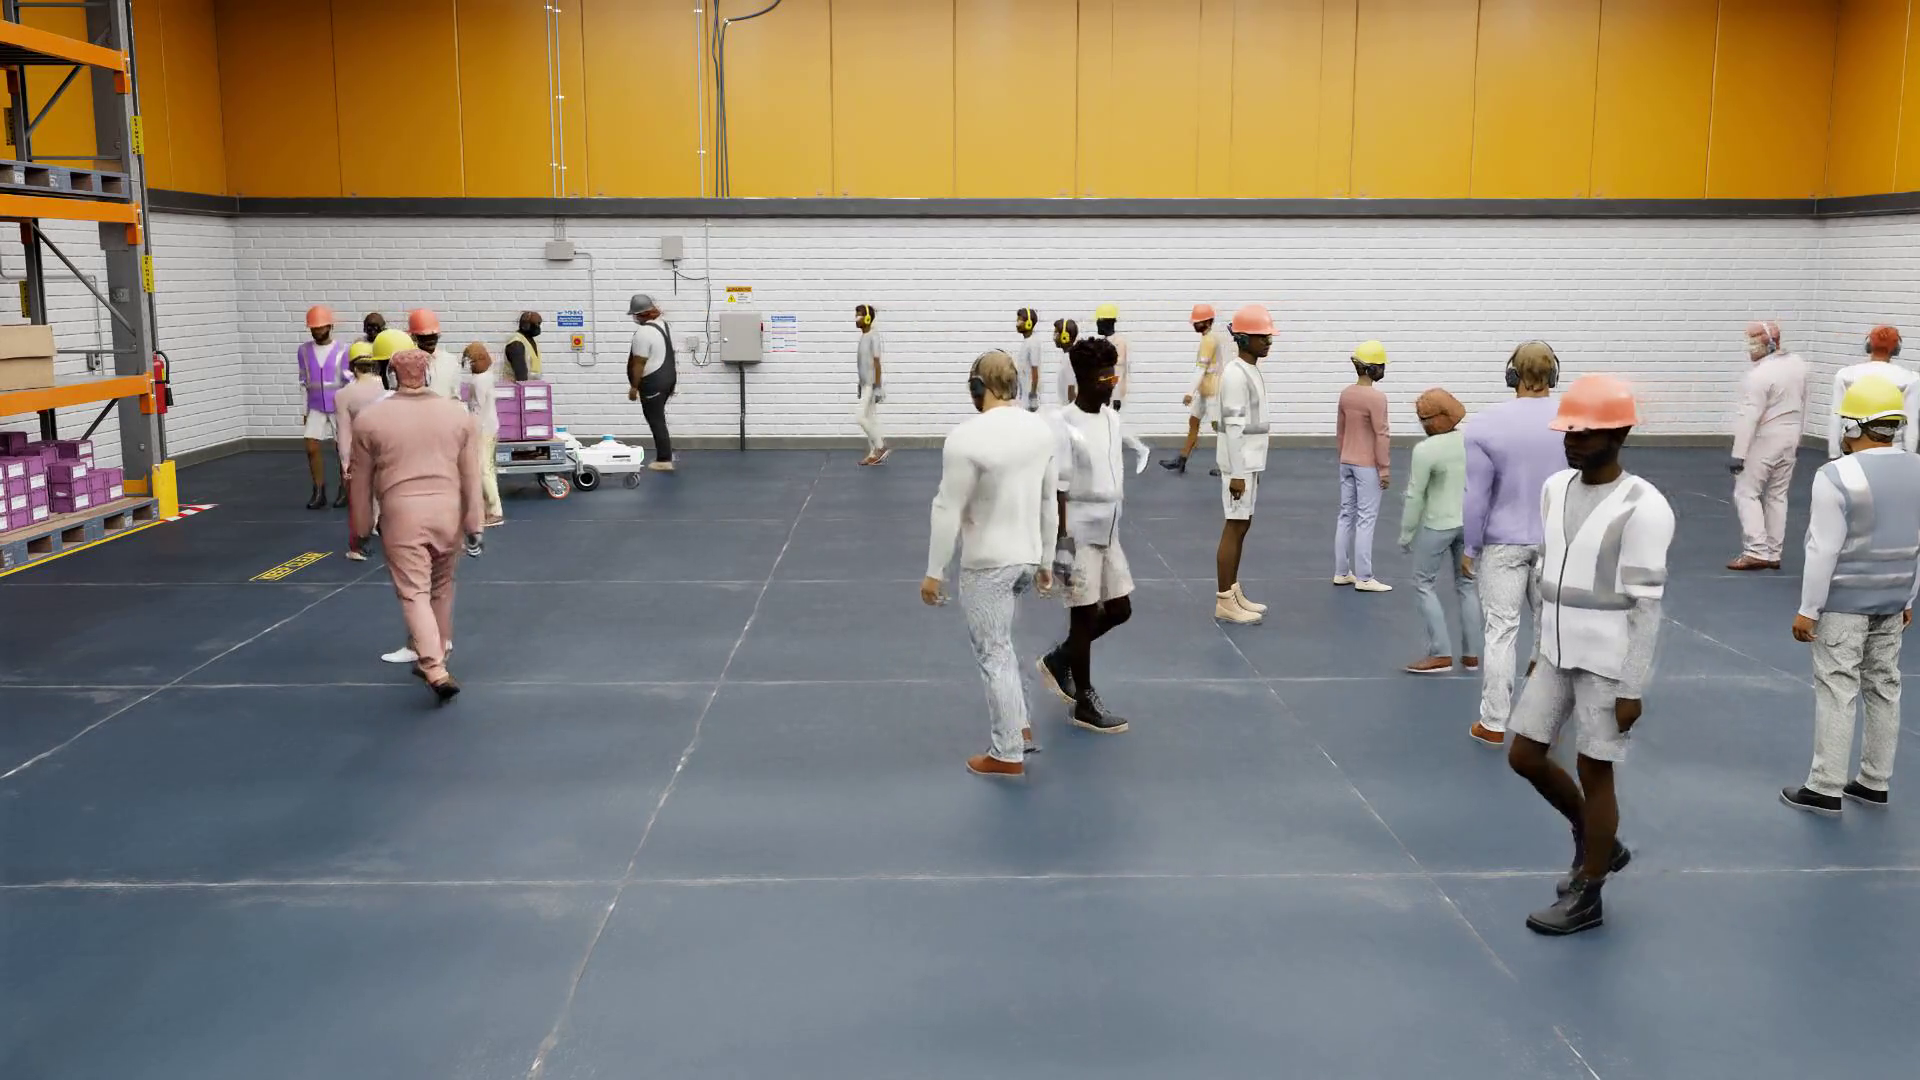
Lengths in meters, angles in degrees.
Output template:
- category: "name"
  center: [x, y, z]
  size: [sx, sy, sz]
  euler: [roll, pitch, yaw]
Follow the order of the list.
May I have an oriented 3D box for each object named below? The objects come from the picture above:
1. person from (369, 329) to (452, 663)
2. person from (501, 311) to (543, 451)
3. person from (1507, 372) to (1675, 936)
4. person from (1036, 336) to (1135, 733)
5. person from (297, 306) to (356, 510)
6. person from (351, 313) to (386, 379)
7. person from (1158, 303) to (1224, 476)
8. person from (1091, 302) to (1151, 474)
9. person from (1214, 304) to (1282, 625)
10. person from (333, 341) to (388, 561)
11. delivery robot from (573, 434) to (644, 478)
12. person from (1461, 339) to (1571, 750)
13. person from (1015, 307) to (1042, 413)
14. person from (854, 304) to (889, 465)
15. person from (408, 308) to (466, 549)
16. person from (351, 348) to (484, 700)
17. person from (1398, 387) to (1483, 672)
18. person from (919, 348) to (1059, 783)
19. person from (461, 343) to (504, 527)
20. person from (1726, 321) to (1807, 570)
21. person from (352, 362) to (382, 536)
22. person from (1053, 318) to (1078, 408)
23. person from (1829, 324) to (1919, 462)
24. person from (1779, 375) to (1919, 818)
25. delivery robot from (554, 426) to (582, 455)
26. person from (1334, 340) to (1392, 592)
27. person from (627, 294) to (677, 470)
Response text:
- category: "person"
  center: [-3.194, -0.250, 9.598]
  size: [0.385, 1.922, 0.594]
  euler: [2, 9, 12]
- category: "person"
  center: [-4.817, -1.627, 18.436]
  size: [0.702, 1.799, 0.660]
  euler: [1, 9, 8]
- category: "person"
  center: [2.115, 0.397, 5.626]
  size: [0.418, 1.925, 0.572]
  euler: [-4, 10, -23]
- category: "person"
  center: [0.588, -0.028, 8.170]
  size: [0.516, 1.943, 0.624]
  euler: [7, 12, 39]
- category: "person"
  center: [-5.945, -1.229, 15.636]
  size: [0.566, 1.909, 0.636]
  euler: [0, 9, -1]
- category: "person"
  center: [-6.002, -1.415, 17.078]
  size: [0.648, 1.810, 0.734]
  euler: [1, 9, 4]
- category: "person"
  center: [2.619, -1.640, 18.224]
  size: [0.942, 1.885, 0.551]
  euler: [1, 9, 8]
- category: "person"
  center: [1.687, -1.605, 17.936]
  size: [0.674, 1.912, 0.589]
  euler: [-3, 10, -17]
- category: "person"
  center: [1.846, -0.485, 10.677]
  size: [0.389, 2.041, 0.614]
  euler: [3, 10, 18]
- category: "person"
  center: [-4.474, -0.651, 12.663]
  size: [0.508, 1.722, 0.880]
  euler: [-6, 11, -33]
- category: "delivery robot"
  center: [-3.624, -0.847, 17.162]
  size: [0.707, 0.478, 0.477]
  euler: [-2, 9, -13]
- category: "person"
  center: [2.659, 0.033, 7.826]
  size: [0.629, 1.940, 0.373]
  euler: [1, 9, 4]
- category: "person"
  center: [0.791, -1.601, 18.098]
  size: [0.696, 1.856, 0.522]
  euler: [0, 9, -1]
- category: "person"
  center: [-1.071, -1.770, 19.107]
  size: [0.423, 1.860, 0.553]
  euler: [-4, 10, -21]
- category: "person"
  center: [-4.162, -0.839, 13.102]
  size: [0.480, 1.963, 0.615]
  euler: [9, 13, 43]
- category: "person"
  center: [-2.851, -0.082, 8.827]
  size: [0.645, 1.862, 0.891]
  euler: [-6, 11, -32]
- category: "person"
  center: [2.739, -0.054, 9.358]
  size: [0.564, 1.616, 0.329]
  euler: [-5, 10, -26]
- category: "person"
  center: [0.143, 0.117, 7.374]
  size: [0.488, 1.917, 0.638]
  euler: [7, 12, 37]
- category: "person"
  center: [-4.209, -0.928, 14.698]
  size: [0.328, 1.621, 0.585]
  euler: [-1, 9, -6]
- category: "person"
  center: [6.078, -0.693, 12.528]
  size: [0.689, 1.889, 0.431]
  euler: [-5, 11, -29]
- category: "person"
  center: [-4.857, -0.812, 13.992]
  size: [0.589, 1.623, 0.554]
  euler: [-4, 10, -22]
- category: "person"
  center: [1.030, -1.174, 15.645]
  size: [1.028, 1.811, 0.505]
  euler: [4, 10, 25]
- category: "person"
  center: [6.639, -0.631, 12.104]
  size: [0.578, 1.872, 0.433]
  euler: [8, 12, 39]
- category: "person"
  center: [3.714, 0.237, 6.895]
  size: [0.590, 1.833, 0.404]
  euler: [-3, 10, -17]
- category: "delivery robot"
  center: [-4.315, -0.992, 18.053]
  size: [0.477, 0.478, 0.707]
  euler: [-3, 10, -20]
- category: "person"
  center: [2.860, -0.520, 11.740]
  size: [0.310, 1.768, 0.533]
  euler: [-4, 10, -22]
- category: "person"
  center: [-3.484, -1.793, 18.703]
  size: [0.570, 2.000, 0.710]
  euler: [2, 10, 14]
